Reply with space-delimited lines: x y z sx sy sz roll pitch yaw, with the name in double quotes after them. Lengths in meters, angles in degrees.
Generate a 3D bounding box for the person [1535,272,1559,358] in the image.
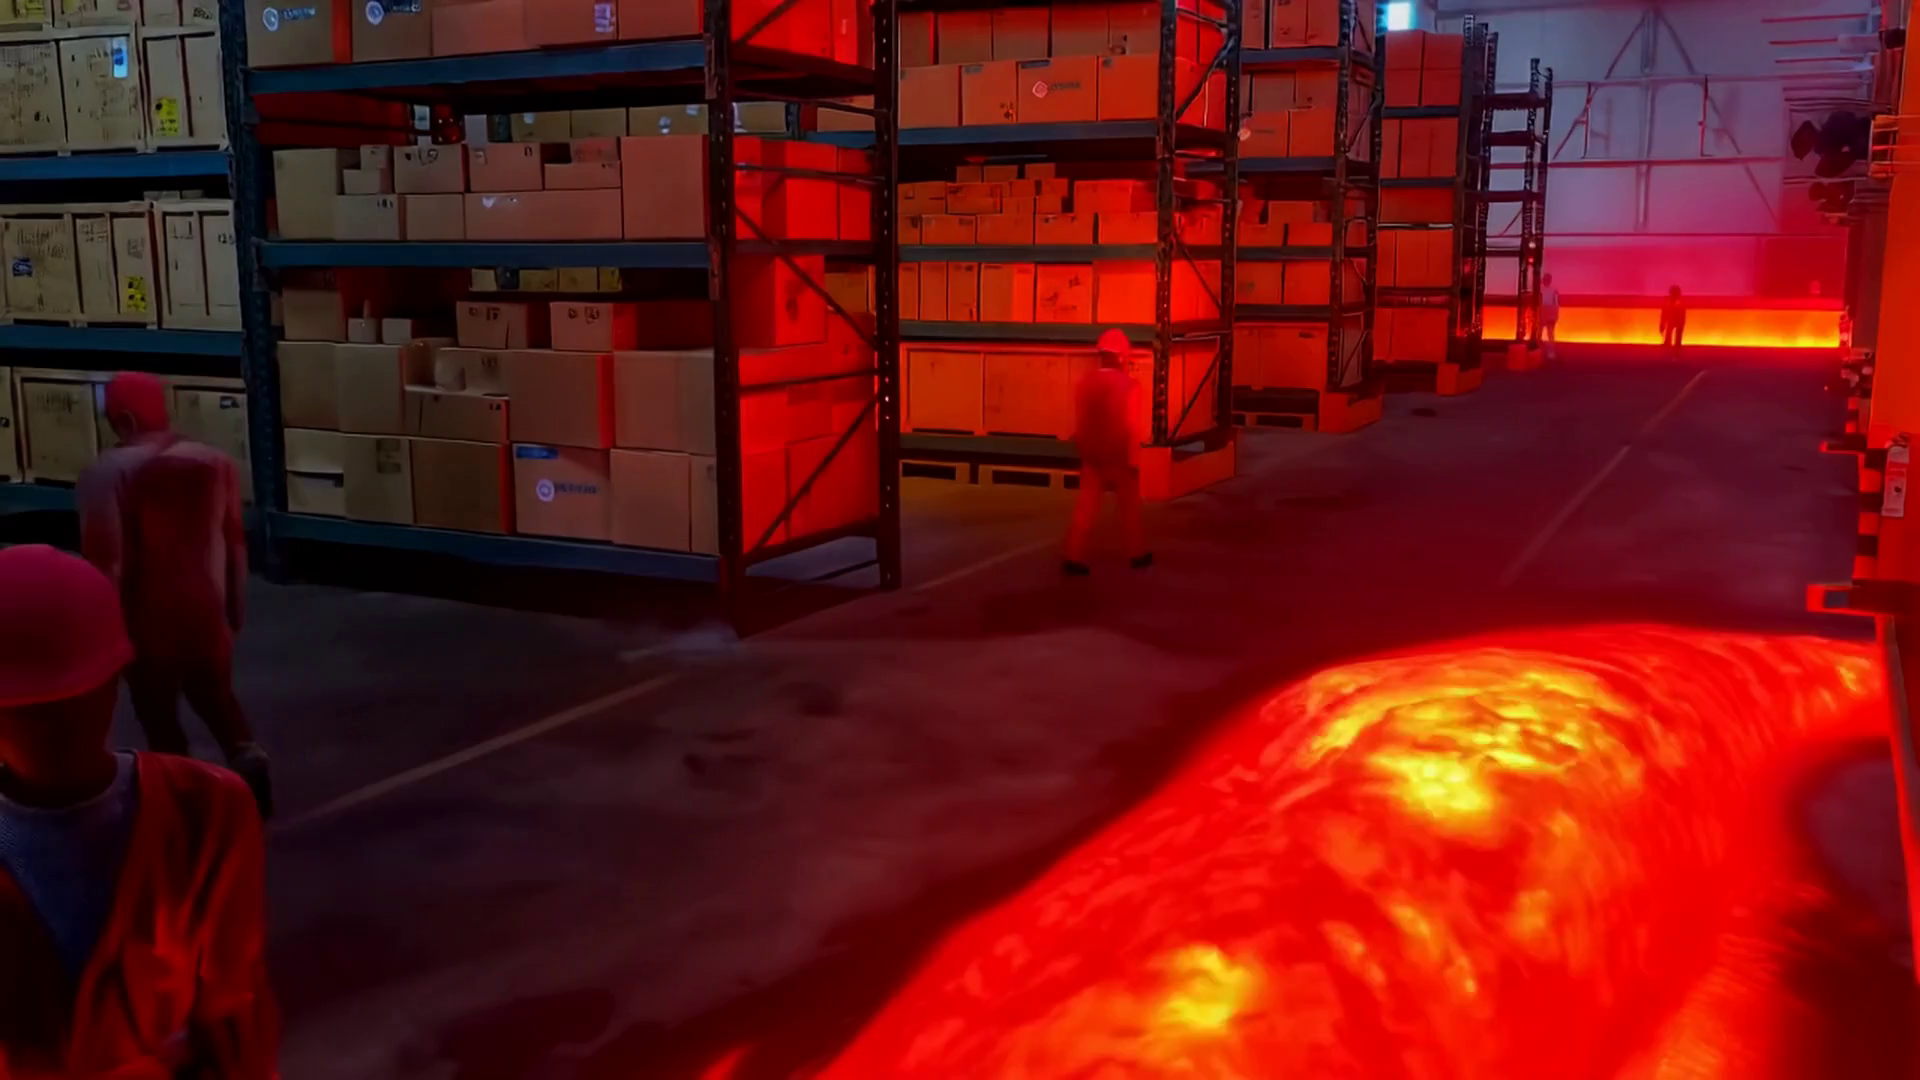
13.071 -5.001 37.031 0.549 1.915 0.887 1 10 4 "person"

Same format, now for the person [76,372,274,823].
-3.063 0.281 6.525 0.628 1.878 0.643 7 12 37 "person"

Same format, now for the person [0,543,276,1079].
-1.268 0.955 2.443 0.549 1.936 0.376 -6 12 -32 "person"

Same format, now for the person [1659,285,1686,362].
15.342 -4.655 35.789 0.310 1.636 0.522 -8 13 -39 "person"

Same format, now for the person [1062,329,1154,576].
1.078 -0.631 12.077 0.613 1.785 0.951 8 12 37 "person"
